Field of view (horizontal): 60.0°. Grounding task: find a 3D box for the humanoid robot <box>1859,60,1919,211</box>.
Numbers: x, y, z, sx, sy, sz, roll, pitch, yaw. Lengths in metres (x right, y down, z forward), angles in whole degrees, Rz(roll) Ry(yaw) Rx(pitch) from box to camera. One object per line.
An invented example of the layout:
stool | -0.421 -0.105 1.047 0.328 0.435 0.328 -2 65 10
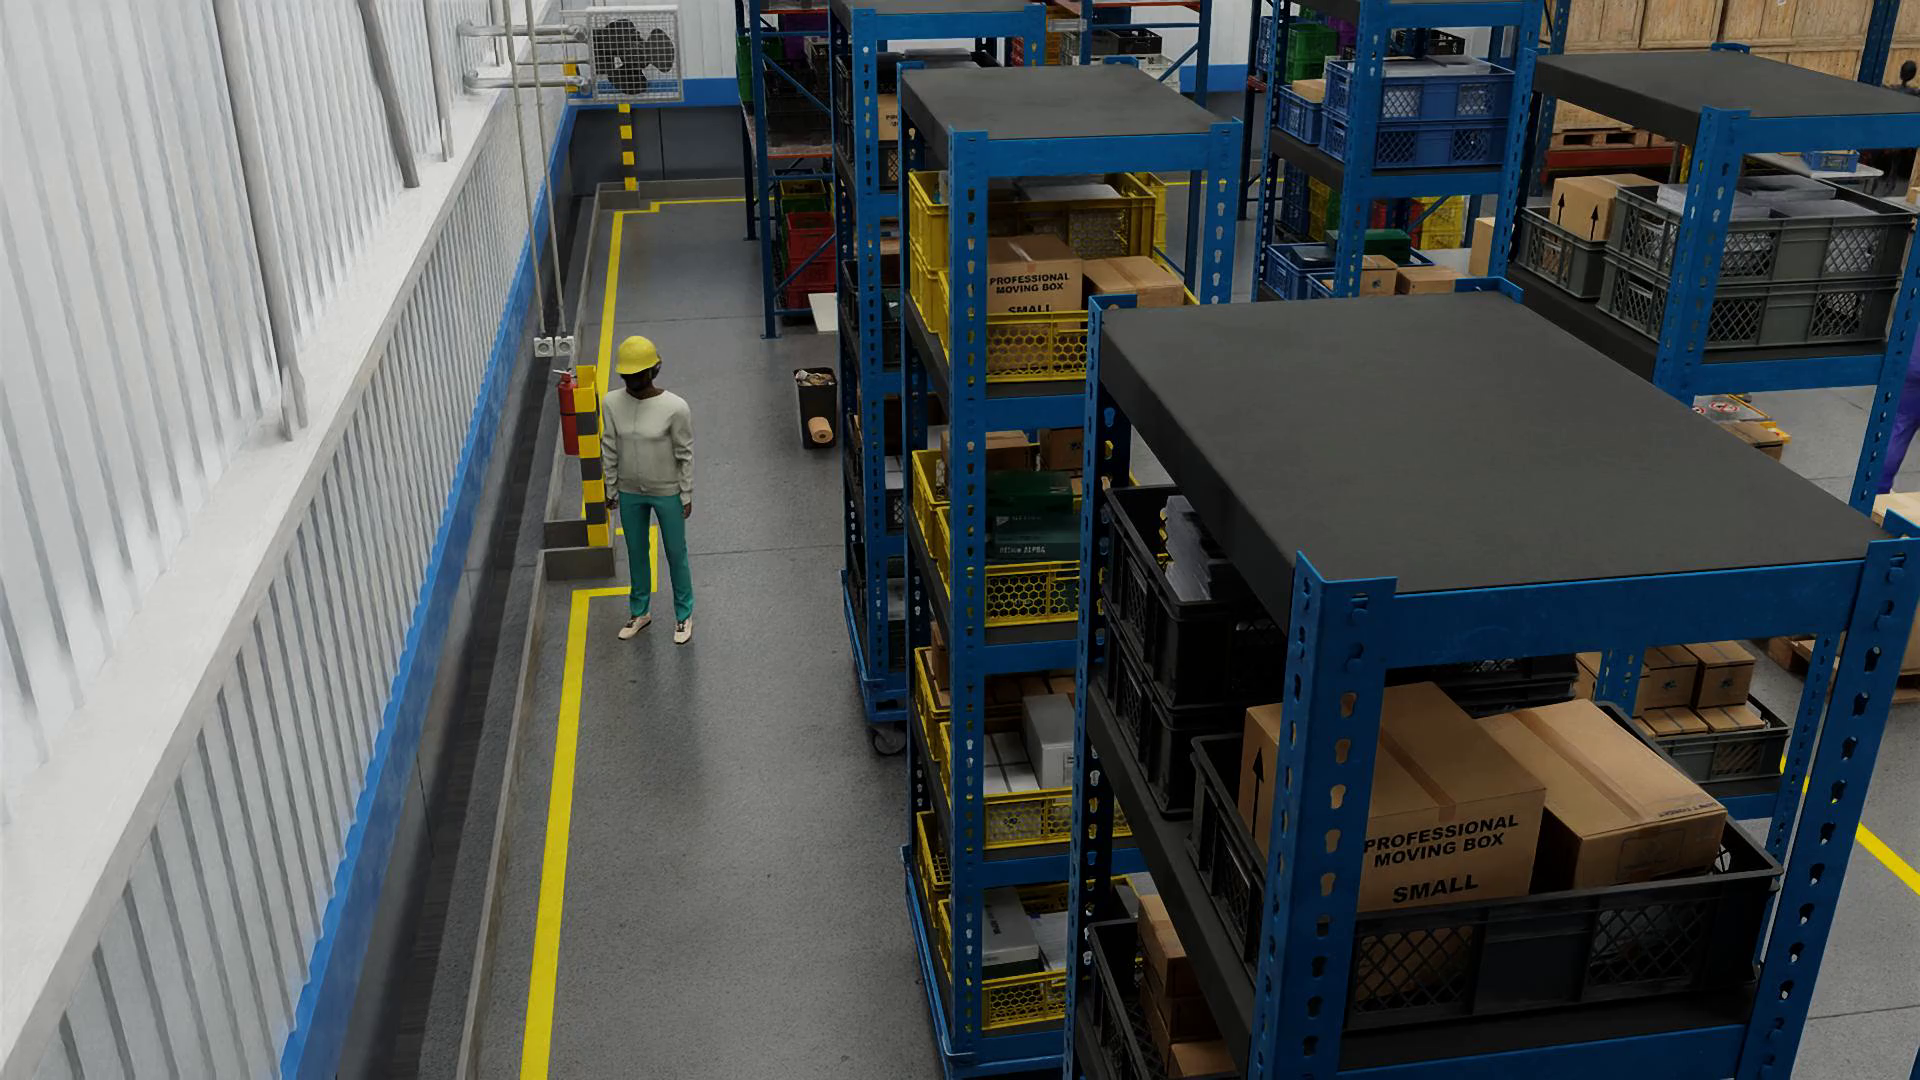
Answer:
humanoid robot | 10.184 -4.398 18.187 0.571 1.645 0.470 13 28 26

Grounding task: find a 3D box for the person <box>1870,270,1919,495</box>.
person | 6.278 -1.108 10.590 0.536 2.000 0.681 -20 31 -36

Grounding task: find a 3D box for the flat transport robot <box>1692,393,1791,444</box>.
flat transport robot | 5.224 -0.859 12.132 1.431 0.197 0.652 -4 25 -8

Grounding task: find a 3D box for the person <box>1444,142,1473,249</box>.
person | 5.027 -3.794 16.613 0.579 1.882 0.340 -18 30 -34

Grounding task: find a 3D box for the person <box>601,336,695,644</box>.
person | -1.696 -0.265 9.082 0.524 1.768 0.313 5 25 10
